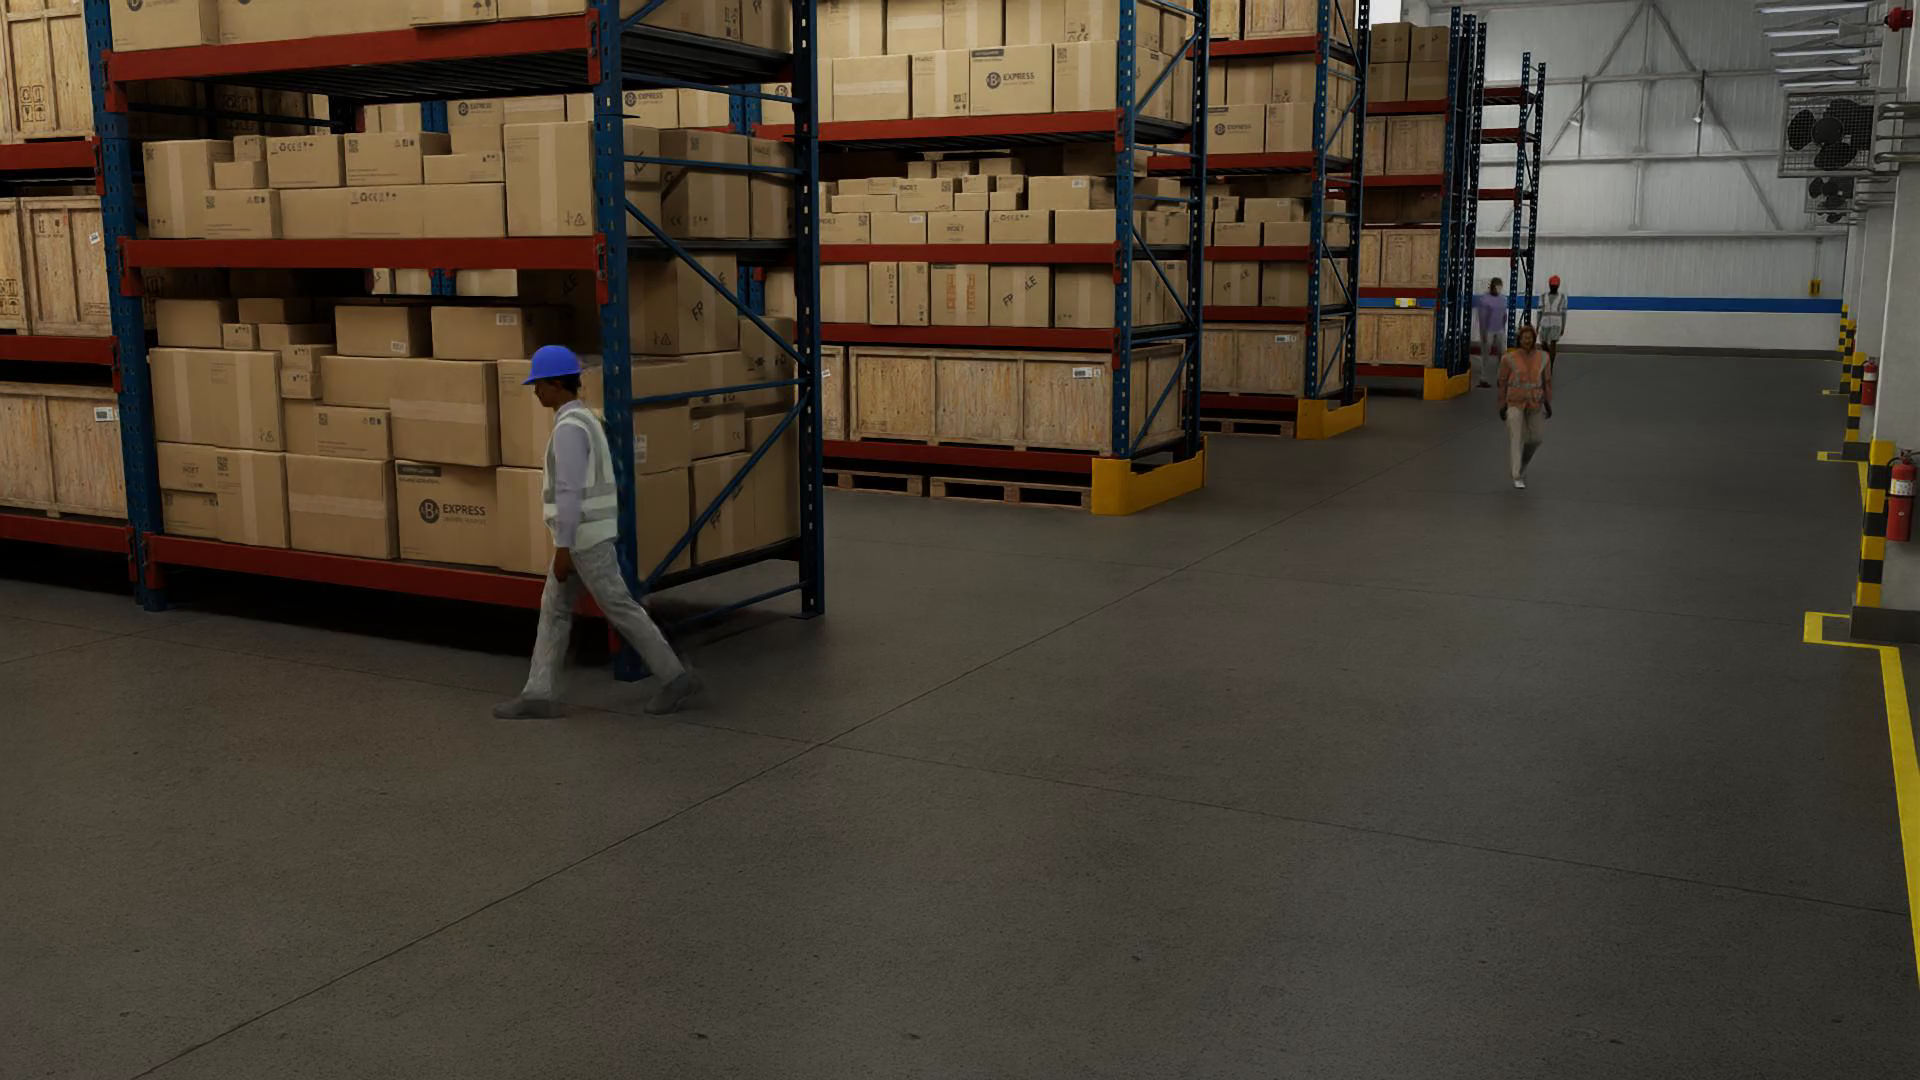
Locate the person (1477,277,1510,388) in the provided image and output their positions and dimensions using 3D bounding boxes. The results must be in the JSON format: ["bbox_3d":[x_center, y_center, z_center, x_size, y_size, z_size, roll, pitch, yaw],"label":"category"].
[{"bbox_3d":[9.199,-3.541,28.528,0.642,1.912,0.764,-3,10,-19],"label":"person"}]

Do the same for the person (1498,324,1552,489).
[{"bbox_3d":[5.625,-1.341,16.613,0.535,1.624,0.501,0,10,1],"label":"person"}]

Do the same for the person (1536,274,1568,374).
[{"bbox_3d":[11.491,-4.193,32.298,0.567,1.922,0.638,6,11,31],"label":"person"}]

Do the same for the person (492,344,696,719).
[{"bbox_3d":[-1.820,-0.029,8.309,1.000,1.892,0.683,-2,10,-10],"label":"person"}]
